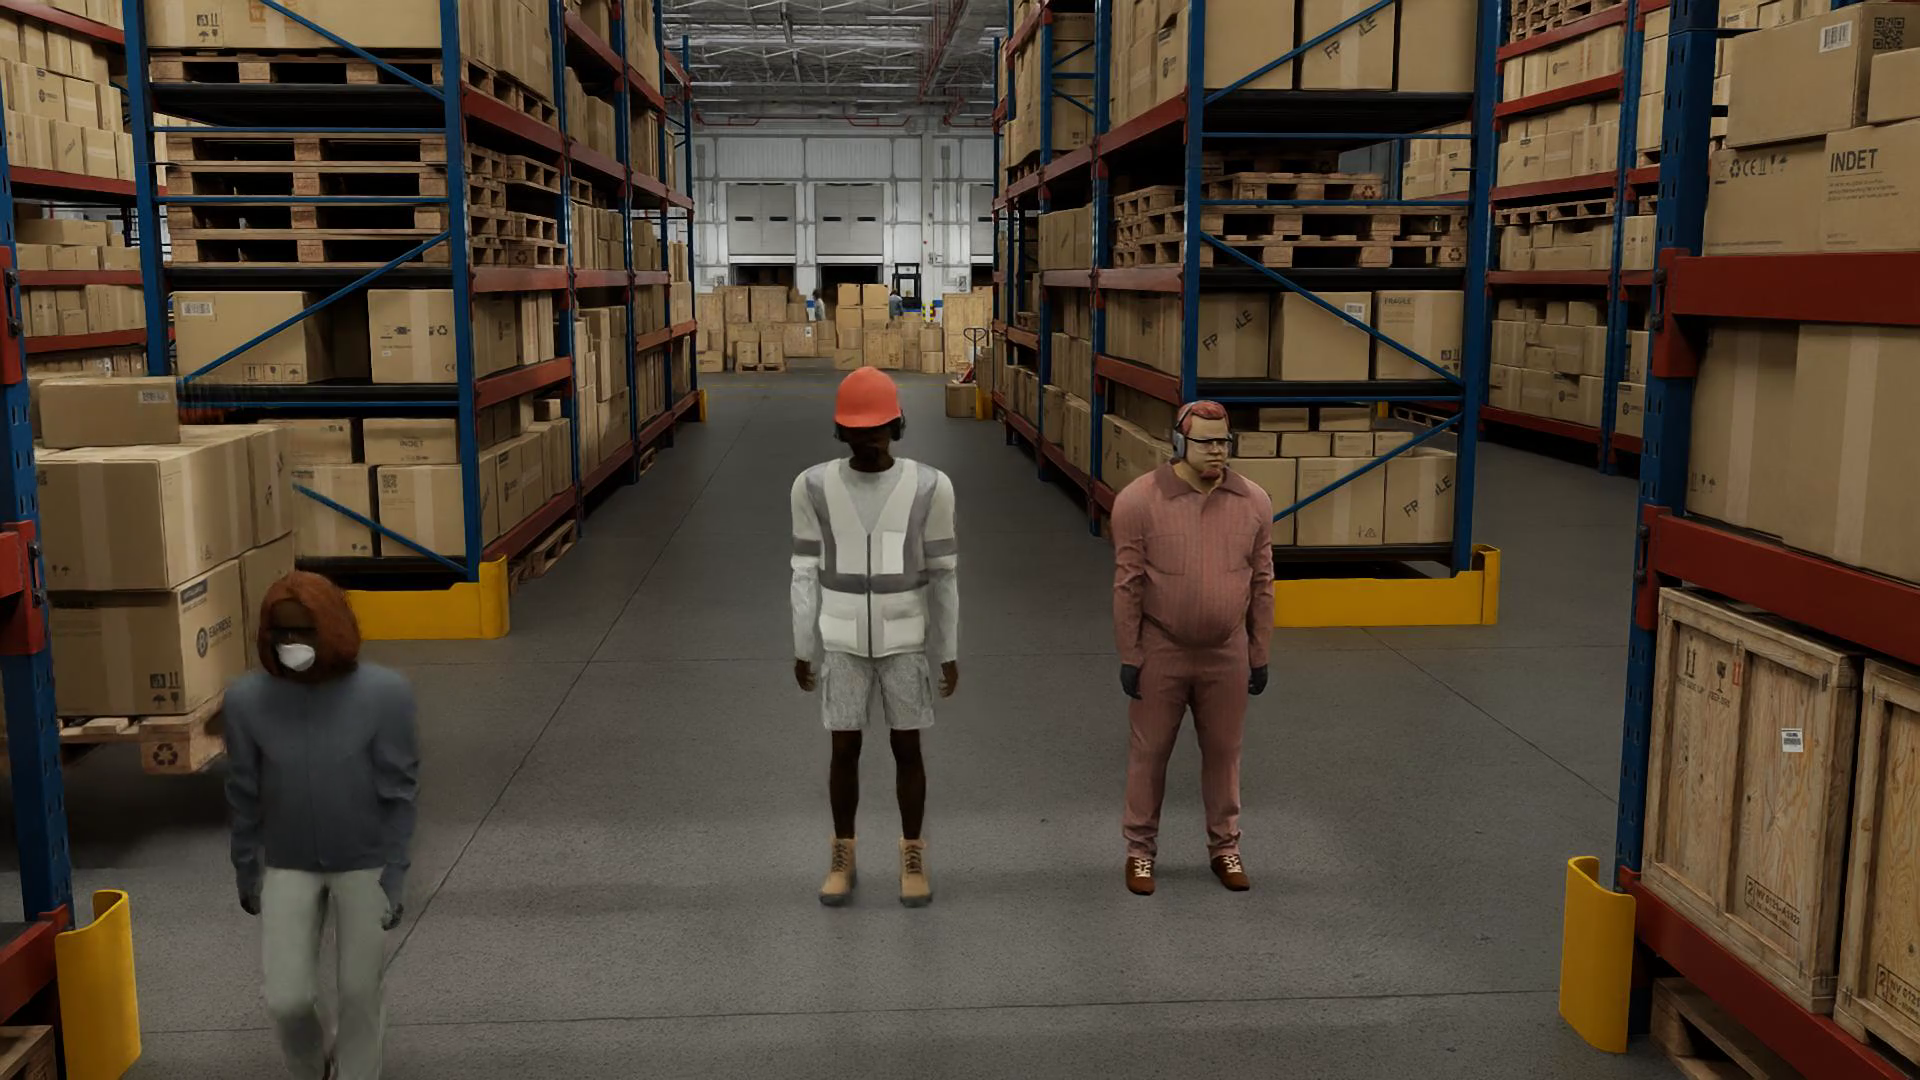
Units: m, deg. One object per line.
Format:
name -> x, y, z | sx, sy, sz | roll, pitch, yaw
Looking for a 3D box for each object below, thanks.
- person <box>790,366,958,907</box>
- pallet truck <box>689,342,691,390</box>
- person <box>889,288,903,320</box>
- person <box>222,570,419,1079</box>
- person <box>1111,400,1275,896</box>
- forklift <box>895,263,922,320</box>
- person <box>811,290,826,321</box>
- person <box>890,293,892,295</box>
person -> -0.323, 0.376, 6.149 | 0.617, 2.031, 0.434 | 0, 9, 3
pallet truck -> -5.225, -3.008, 27.480 | 1.885, 1.965, 0.823 | 2, 9, 14
person -> -2.280, -7.797, 57.784 | 0.641, 1.927, 0.386 | 3, 10, 19
person -> -1.643, 0.873, 4.313 | 0.497, 1.614, 0.353 | -2, 9, -10
person -> 0.892, 0.418, 6.315 | 0.636, 1.900, 0.397 | -1, 9, -8
forklift -> -1.983, -9.012, 62.419 | 1.129, 2.768, 1.873 | -1, 9, -4
person -> -4.280, -6.814, 51.675 | 0.659, 1.911, 0.651 | -1, 9, -8
person -> -2.545, -8.448, 62.581 | 0.534, 1.698, 0.318 | 0, 9, -2
